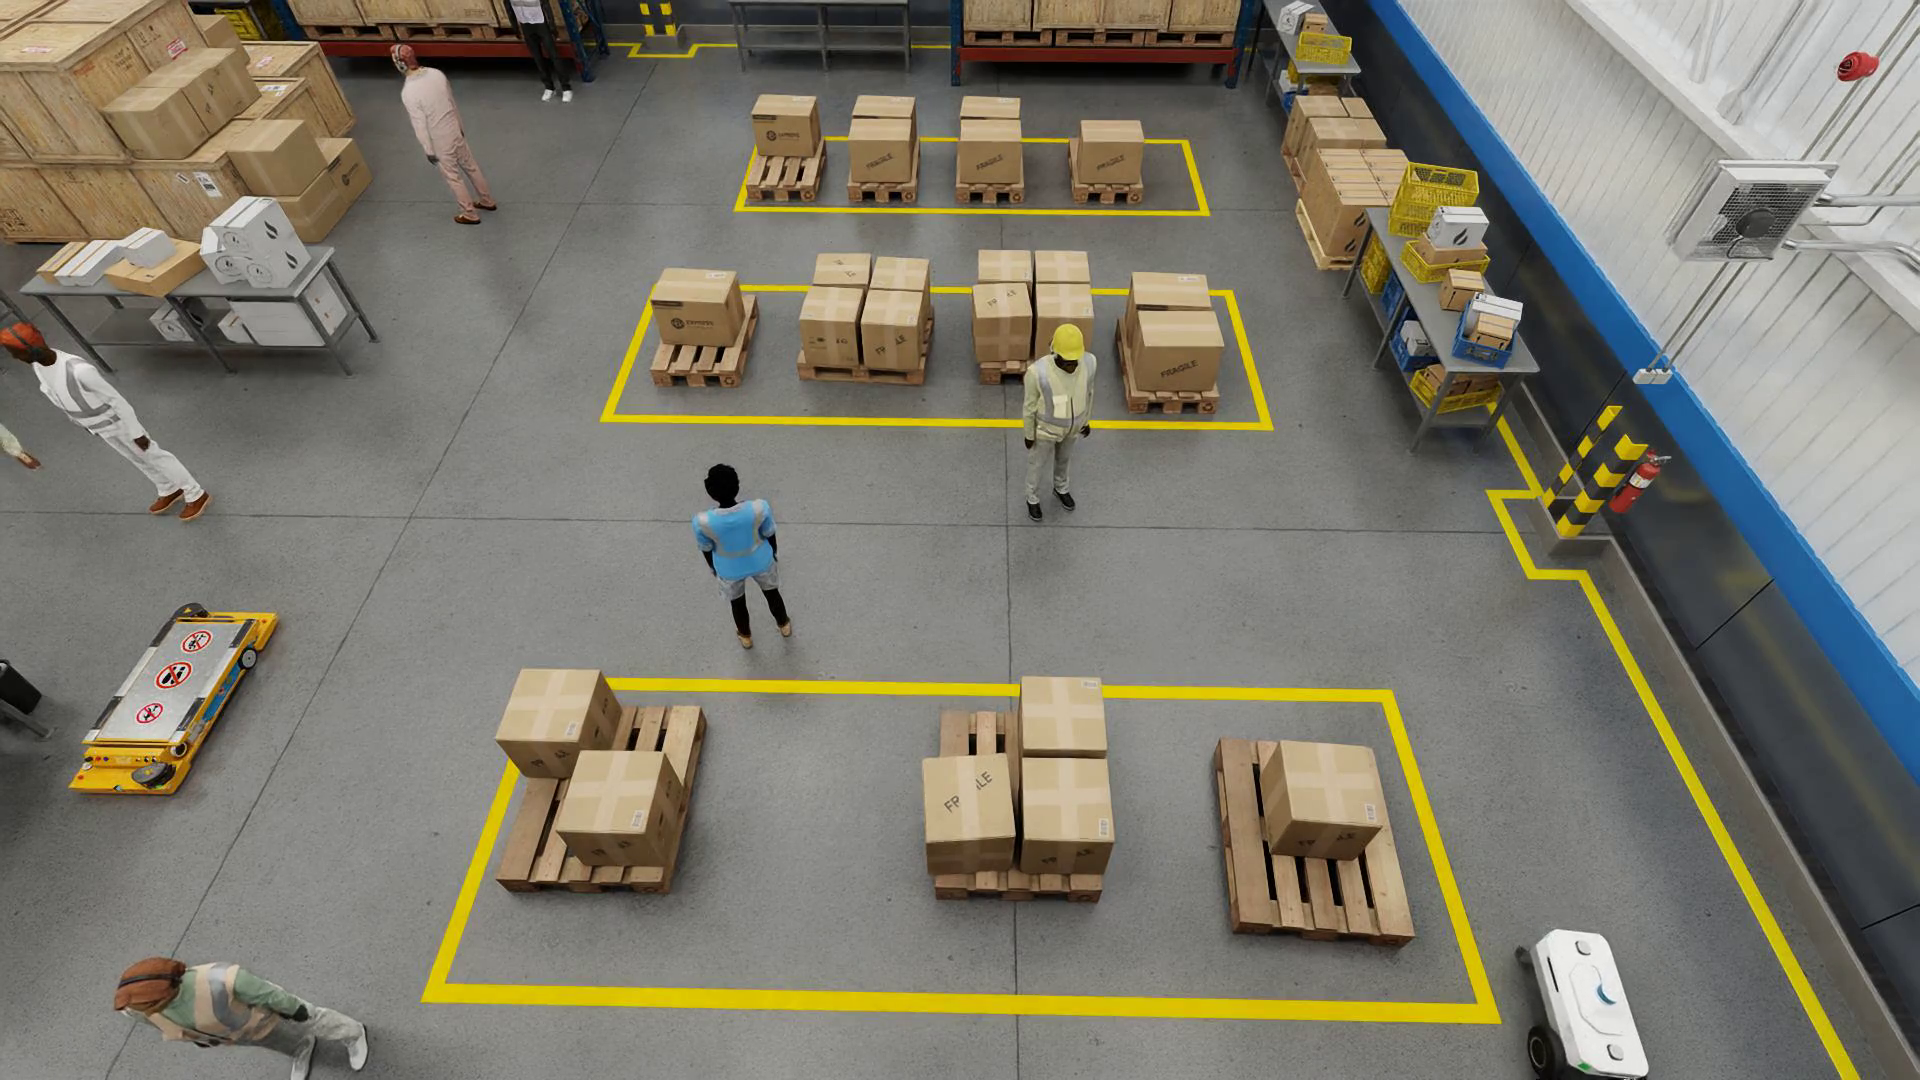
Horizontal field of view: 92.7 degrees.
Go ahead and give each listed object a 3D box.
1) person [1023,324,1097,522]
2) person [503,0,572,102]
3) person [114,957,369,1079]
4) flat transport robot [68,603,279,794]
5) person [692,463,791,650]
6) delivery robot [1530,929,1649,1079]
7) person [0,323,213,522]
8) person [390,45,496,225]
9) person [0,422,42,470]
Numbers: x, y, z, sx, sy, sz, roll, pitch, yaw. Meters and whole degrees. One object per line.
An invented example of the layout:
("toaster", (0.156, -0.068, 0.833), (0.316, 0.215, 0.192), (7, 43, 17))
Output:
("person", (0.761, -0.895, 7.090), (0.588, 1.833, 0.404), (-18, 52, -15))
("person", (-5.589, -6.778, 12.021), (0.598, 1.910, 0.402), (1, 50, 1))
("person", (-3.488, 2.341, 4.484), (0.519, 1.632, 0.317), (-11, 51, -9))
("flat transport robot", (-5.504, 1.072, 6.442), (0.652, 0.197, 1.431), (1, 50, 1))
("person", (-1.487, 0.140, 6.309), (0.533, 1.690, 0.321), (-15, 51, -13))
("delivery robot", (3.414, 2.515, 4.977), (0.477, 0.478, 0.707), (5, 50, 4))
("person", (-6.537, -0.889, 7.051), (0.573, 1.885, 0.356), (15, 51, 12))
("person", (-5.676, -4.404, 10.022), (0.400, 1.900, 0.647), (12, 51, 10))
("person", (-8.510, -1.373, 7.497), (0.885, 1.838, 0.526), (27, 55, 21))
